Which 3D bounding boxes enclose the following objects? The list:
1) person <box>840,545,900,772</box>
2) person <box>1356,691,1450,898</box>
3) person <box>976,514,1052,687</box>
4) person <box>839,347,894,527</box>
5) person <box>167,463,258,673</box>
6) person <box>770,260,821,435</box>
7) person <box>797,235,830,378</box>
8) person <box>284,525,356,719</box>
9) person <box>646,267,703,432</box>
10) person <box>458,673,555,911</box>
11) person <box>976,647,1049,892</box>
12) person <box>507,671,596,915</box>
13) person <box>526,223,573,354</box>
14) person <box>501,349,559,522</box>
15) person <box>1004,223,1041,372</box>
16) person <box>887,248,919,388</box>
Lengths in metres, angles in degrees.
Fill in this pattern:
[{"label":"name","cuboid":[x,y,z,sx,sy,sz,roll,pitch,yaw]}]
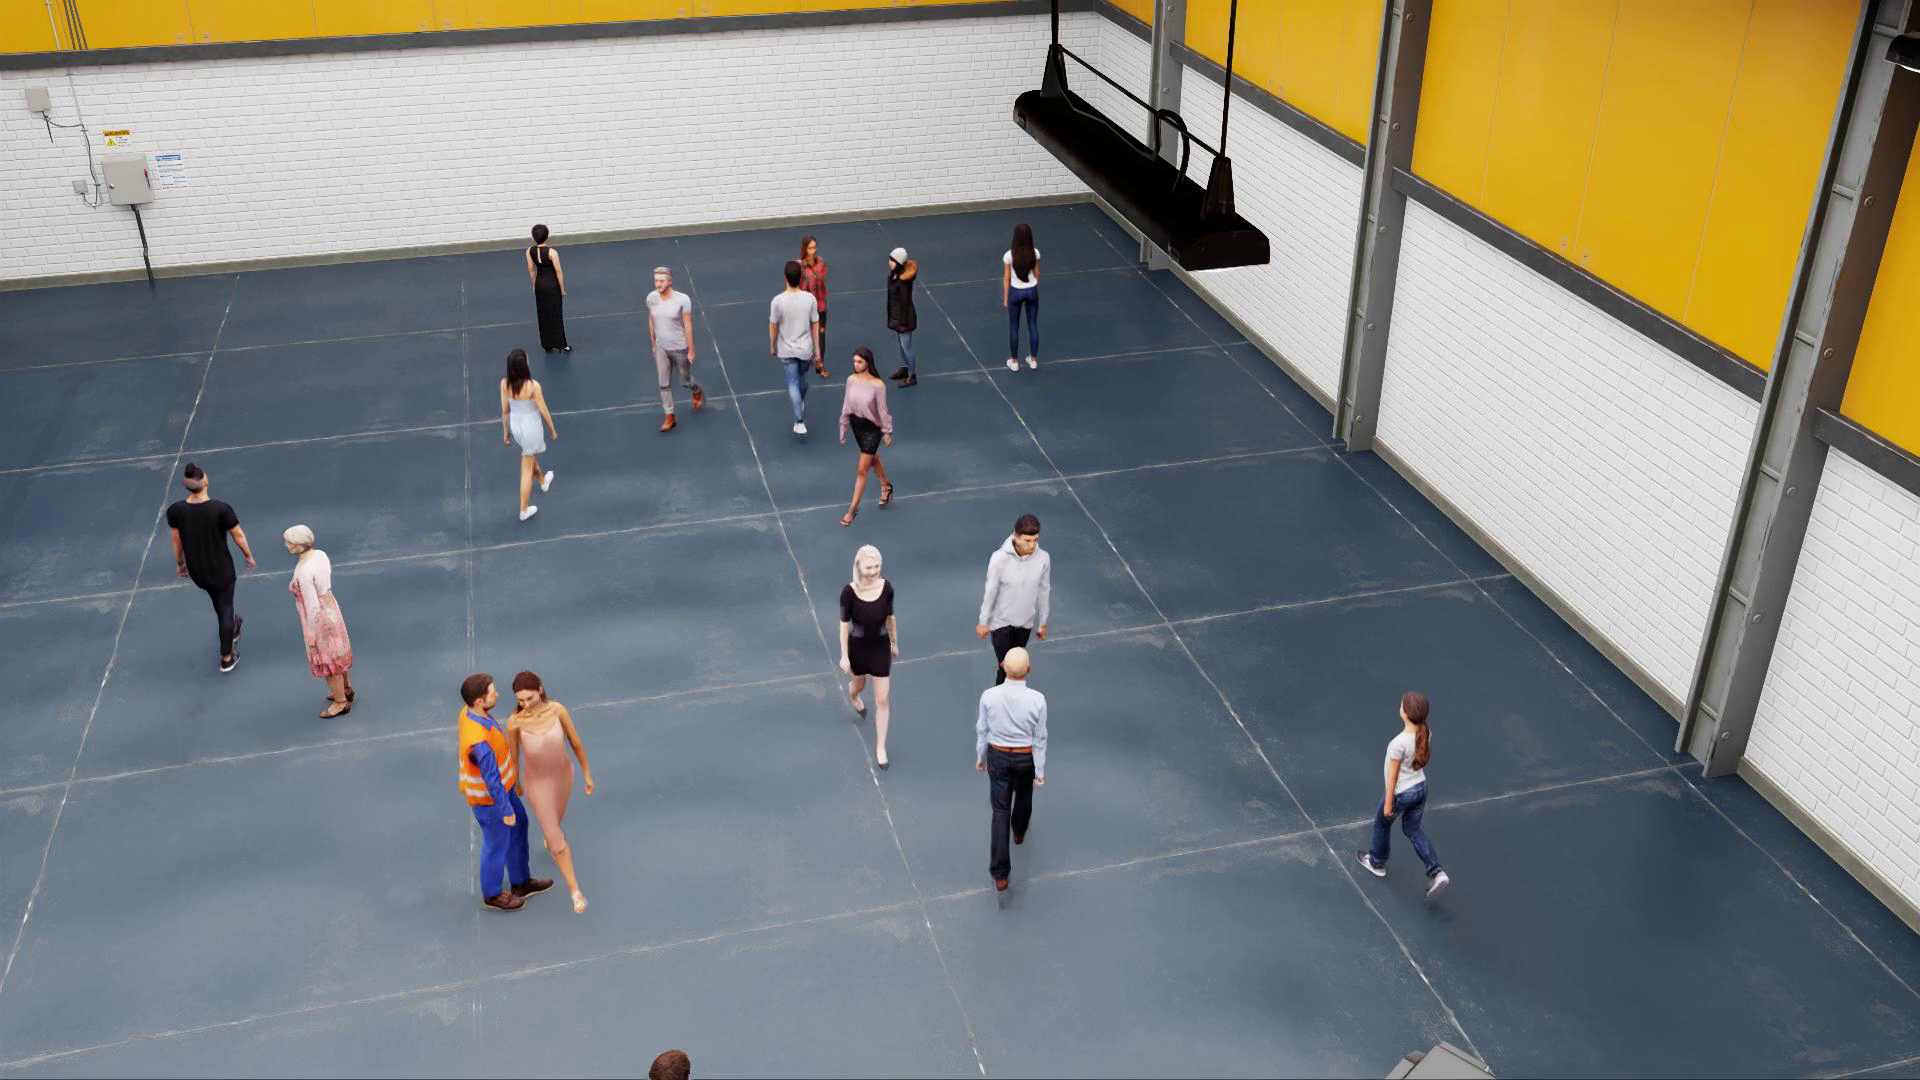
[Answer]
[{"label":"person","cuboid":[-0.732,0.817,12.721,0.666,1.804,1.118,-10,30,-18]},{"label":"person","cuboid":[3.071,1.744,11.295,0.739,1.543,1.031,-17,33,-29]},{"label":"person","cuboid":[0.364,0.583,13.054,0.816,1.896,0.900,-10,30,-18]},{"label":"person","cuboid":[-0.845,-1.040,16.174,1.123,1.758,1.136,18,34,30]},{"label":"person","cuboid":[-6.208,0.242,13.738,0.832,1.840,1.048,-2,29,-4]},{"label":"person","cuboid":[-1.758,-2.024,17.886,0.715,1.846,1.211,-9,30,-15]},{"label":"person","cuboid":[-1.780,-2.755,19.399,0.816,1.679,1.073,-19,34,-31]},{"label":"person","cuboid":[-5.060,0.626,13.182,0.684,1.698,0.553,-2,29,-4]},{"label":"person","cuboid":[-3.084,-2.120,18.105,1.043,1.805,1.212,8,30,15]},{"label":"person","cuboid":[-3.180,1.695,11.068,0.805,1.845,0.669,-7,29,-13]},{"label":"person","cuboid":[0.346,1.576,11.376,0.949,1.759,1.284,3,29,5]},{"label":"person","cuboid":[-2.816,1.598,11.323,0.921,1.773,1.271,-21,35,-33]},{"label":"person","cuboid":[-4.954,-3.016,19.956,0.652,1.604,0.662,7,29,13]},{"label":"person","cuboid":[-4.254,-0.993,16.152,0.941,1.697,1.142,7,29,12]},{"label":"person","cuboid":[0.738,-2.843,19.463,0.586,1.774,0.518,-6,29,-11]},{"label":"person","cuboid":[-0.655,-2.572,19.115,0.689,1.632,0.542,-10,30,-18]}]
